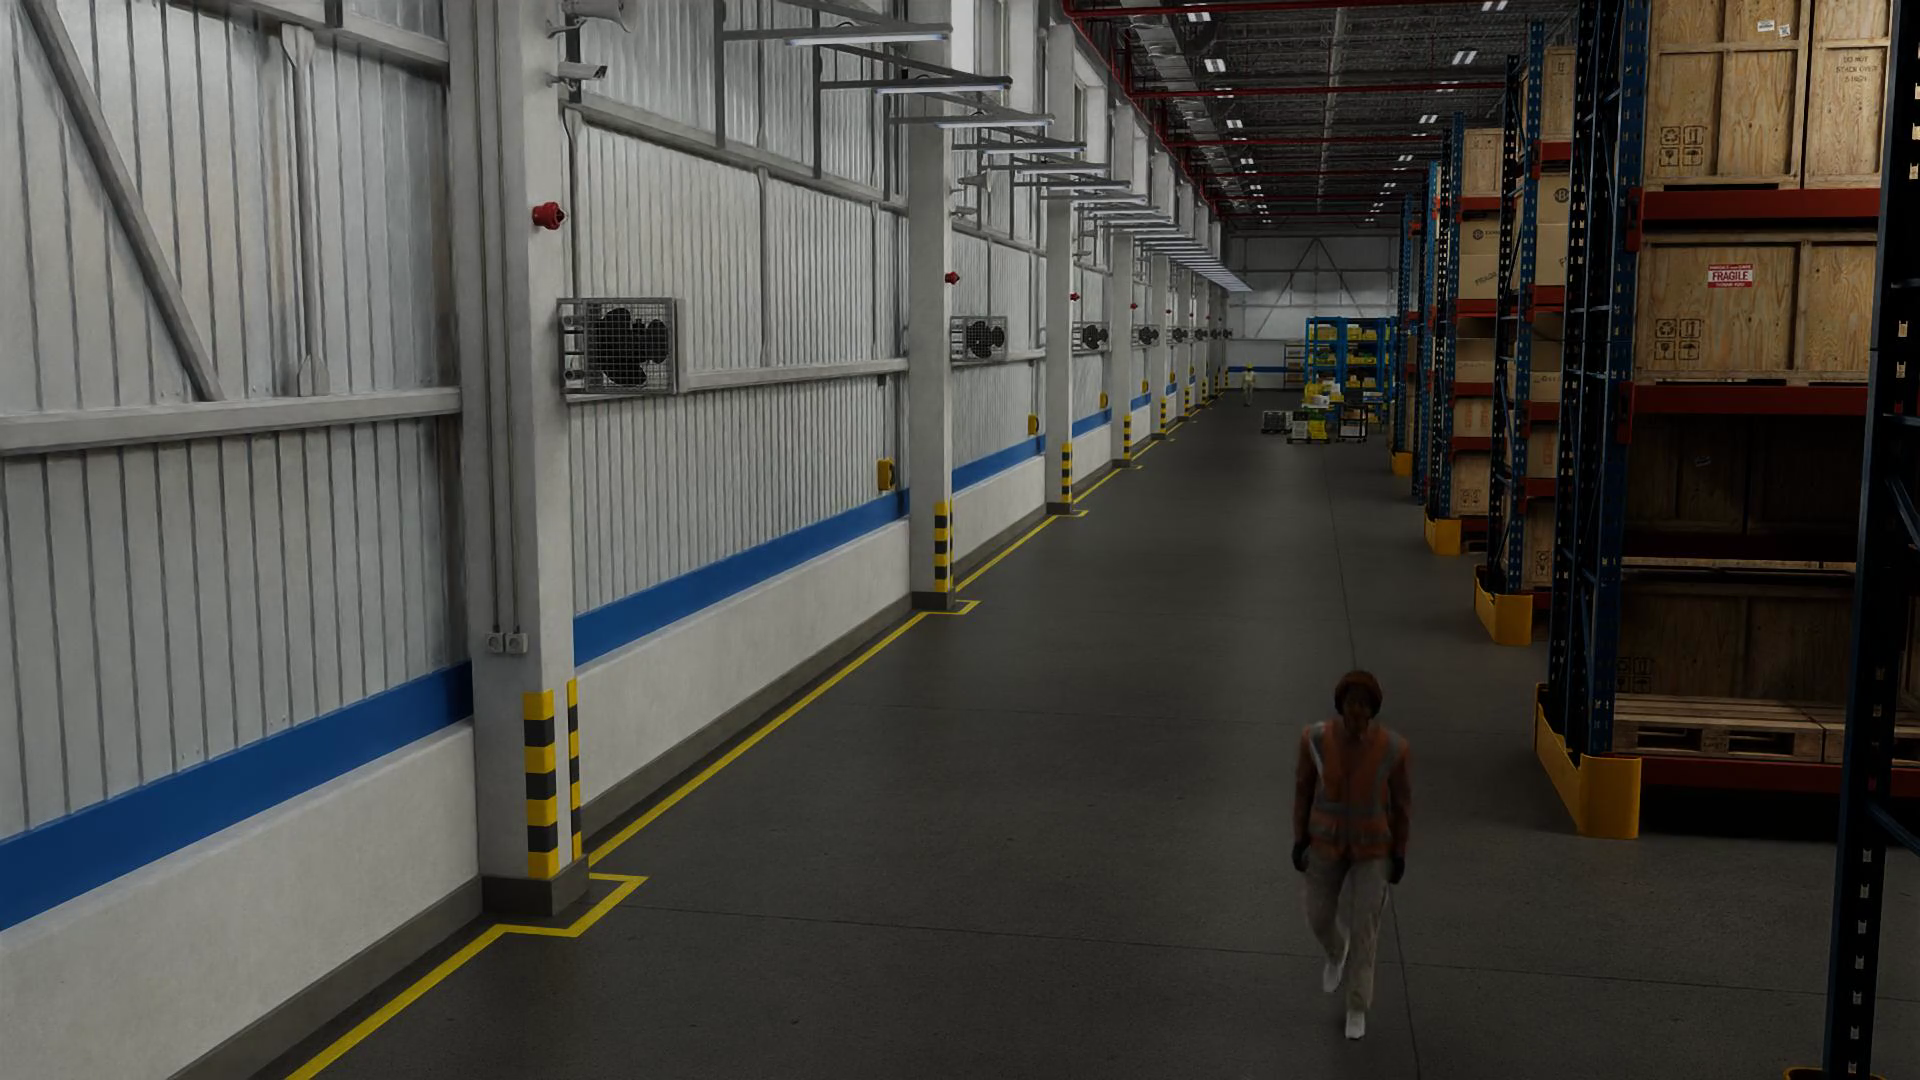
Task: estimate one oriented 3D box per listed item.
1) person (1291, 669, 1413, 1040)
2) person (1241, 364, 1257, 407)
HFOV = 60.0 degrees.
[{"bbox_3d":[1.751,1.364,7.421,0.529,1.625,0.456,3,8,21],"label":"person"},{"bbox_3d":[11.963,-6.379,68.753,0.618,1.796,0.766,0,7,0],"label":"person"}]
